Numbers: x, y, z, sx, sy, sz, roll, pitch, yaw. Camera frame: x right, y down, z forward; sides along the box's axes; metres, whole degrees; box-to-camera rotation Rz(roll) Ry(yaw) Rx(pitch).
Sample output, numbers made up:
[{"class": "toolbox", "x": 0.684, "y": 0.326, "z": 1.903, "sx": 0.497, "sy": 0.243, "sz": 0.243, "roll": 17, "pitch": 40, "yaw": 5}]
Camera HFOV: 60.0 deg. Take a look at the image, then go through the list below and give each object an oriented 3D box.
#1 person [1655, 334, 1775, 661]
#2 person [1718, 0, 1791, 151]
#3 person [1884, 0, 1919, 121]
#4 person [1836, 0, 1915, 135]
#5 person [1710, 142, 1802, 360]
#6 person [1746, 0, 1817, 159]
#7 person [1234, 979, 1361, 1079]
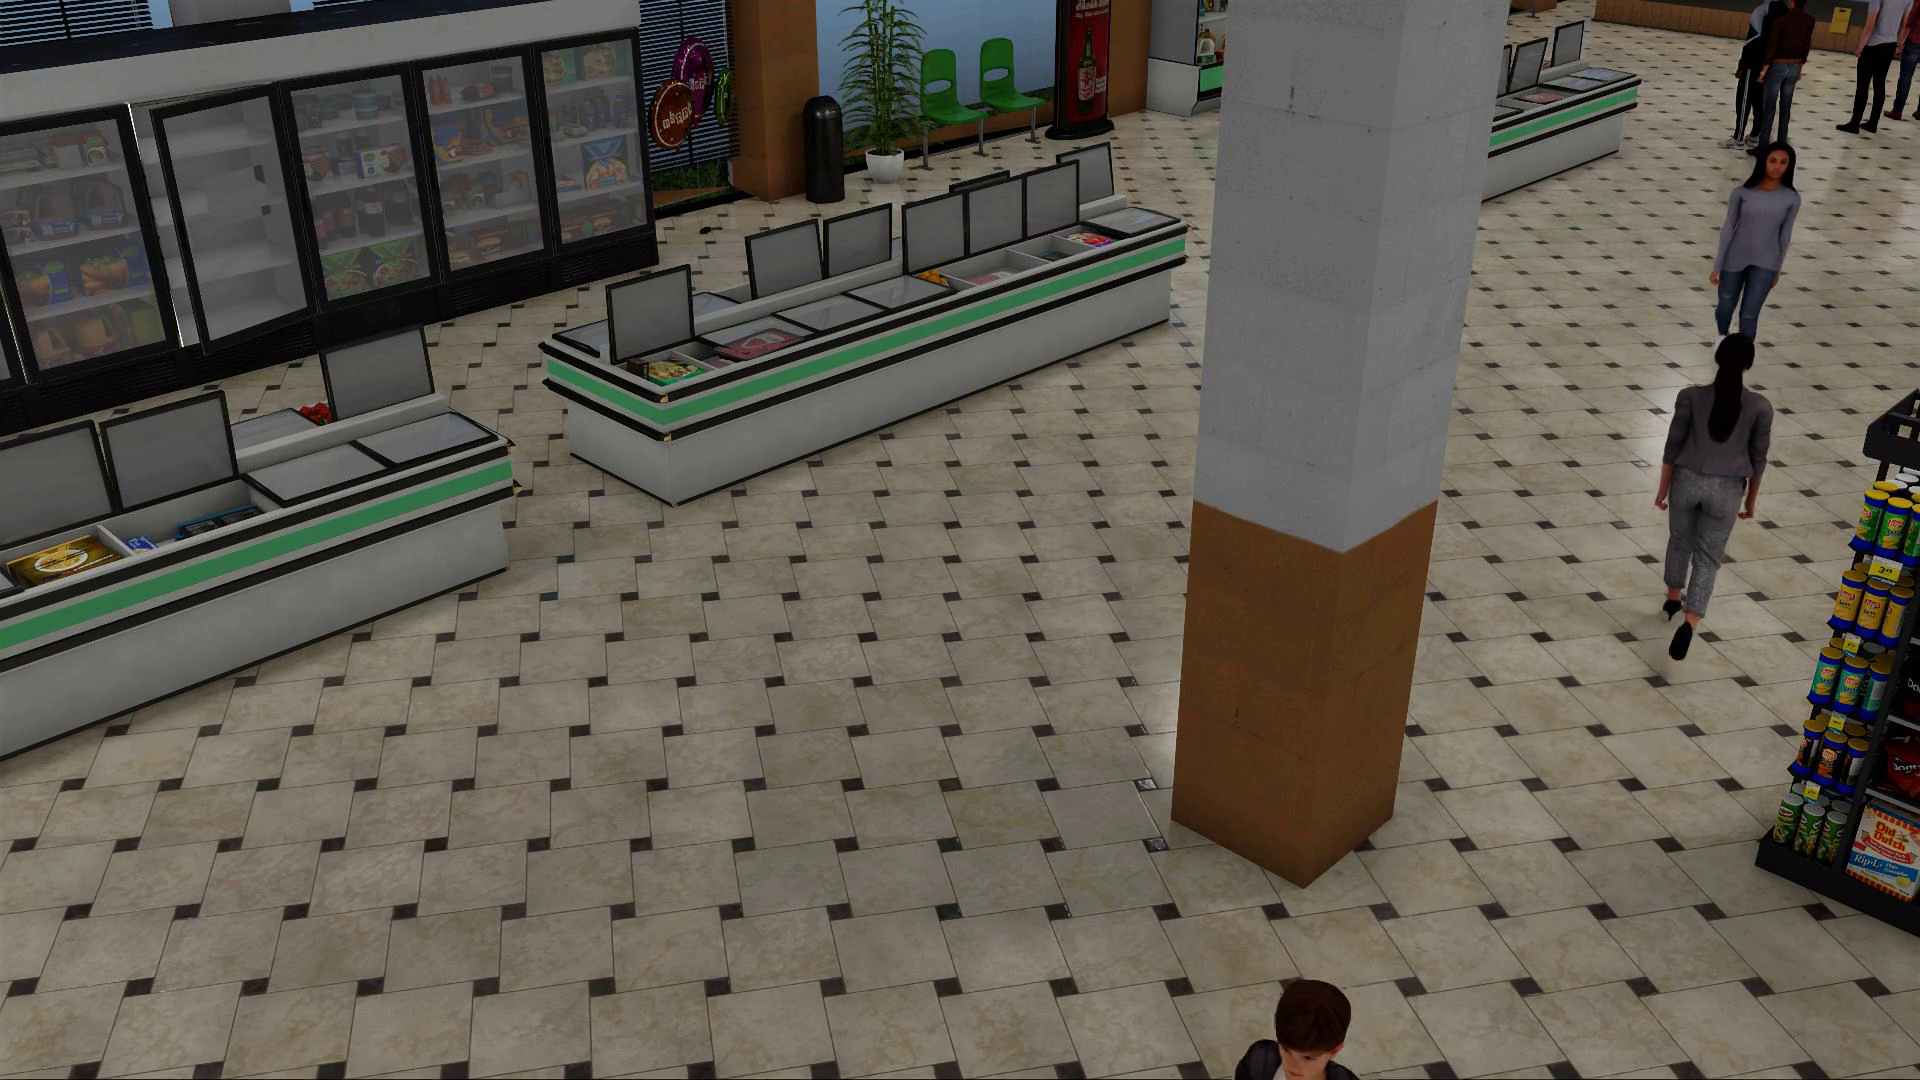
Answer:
[{"class": "person", "x": 3.692, "y": -0.182, "z": 8.263, "sx": 0.838, "sy": 1.650, "sz": 1.145, "roll": 14, "pitch": 30, "yaw": 25}, {"class": "person", "x": 8.572, "y": -5.126, "z": 17.818, "sx": 0.632, "sy": 1.826, "sz": 0.788, "roll": -11, "pitch": 29, "yaw": -21}, {"class": "person", "x": 11.060, "y": -5.758, "z": 19.058, "sx": 0.750, "sy": 1.832, "sz": 0.791, "roll": 2, "pitch": 27, "yaw": 3}, {"class": "person", "x": 10.206, "y": -5.471, "z": 18.457, "sx": 0.691, "sy": 1.863, "sz": 0.801, "roll": -5, "pitch": 27, "yaw": -10}, {"class": "person", "x": 5.513, "y": -1.925, "z": 11.648, "sx": 0.854, "sy": 1.697, "sz": 1.216, "roll": 13, "pitch": 30, "yaw": 25}, {"class": "person", "x": 8.653, "y": -4.921, "z": 17.462, "sx": 0.677, "sy": 1.782, "sz": 0.776, "roll": -4, "pitch": 27, "yaw": -7}, {"class": "person", "x": 0.927, "y": 1.787, "z": 4.619, "sx": 0.637, "sy": 1.435, "sz": 0.757, "roll": 14, "pitch": 30, "yaw": 26}]
